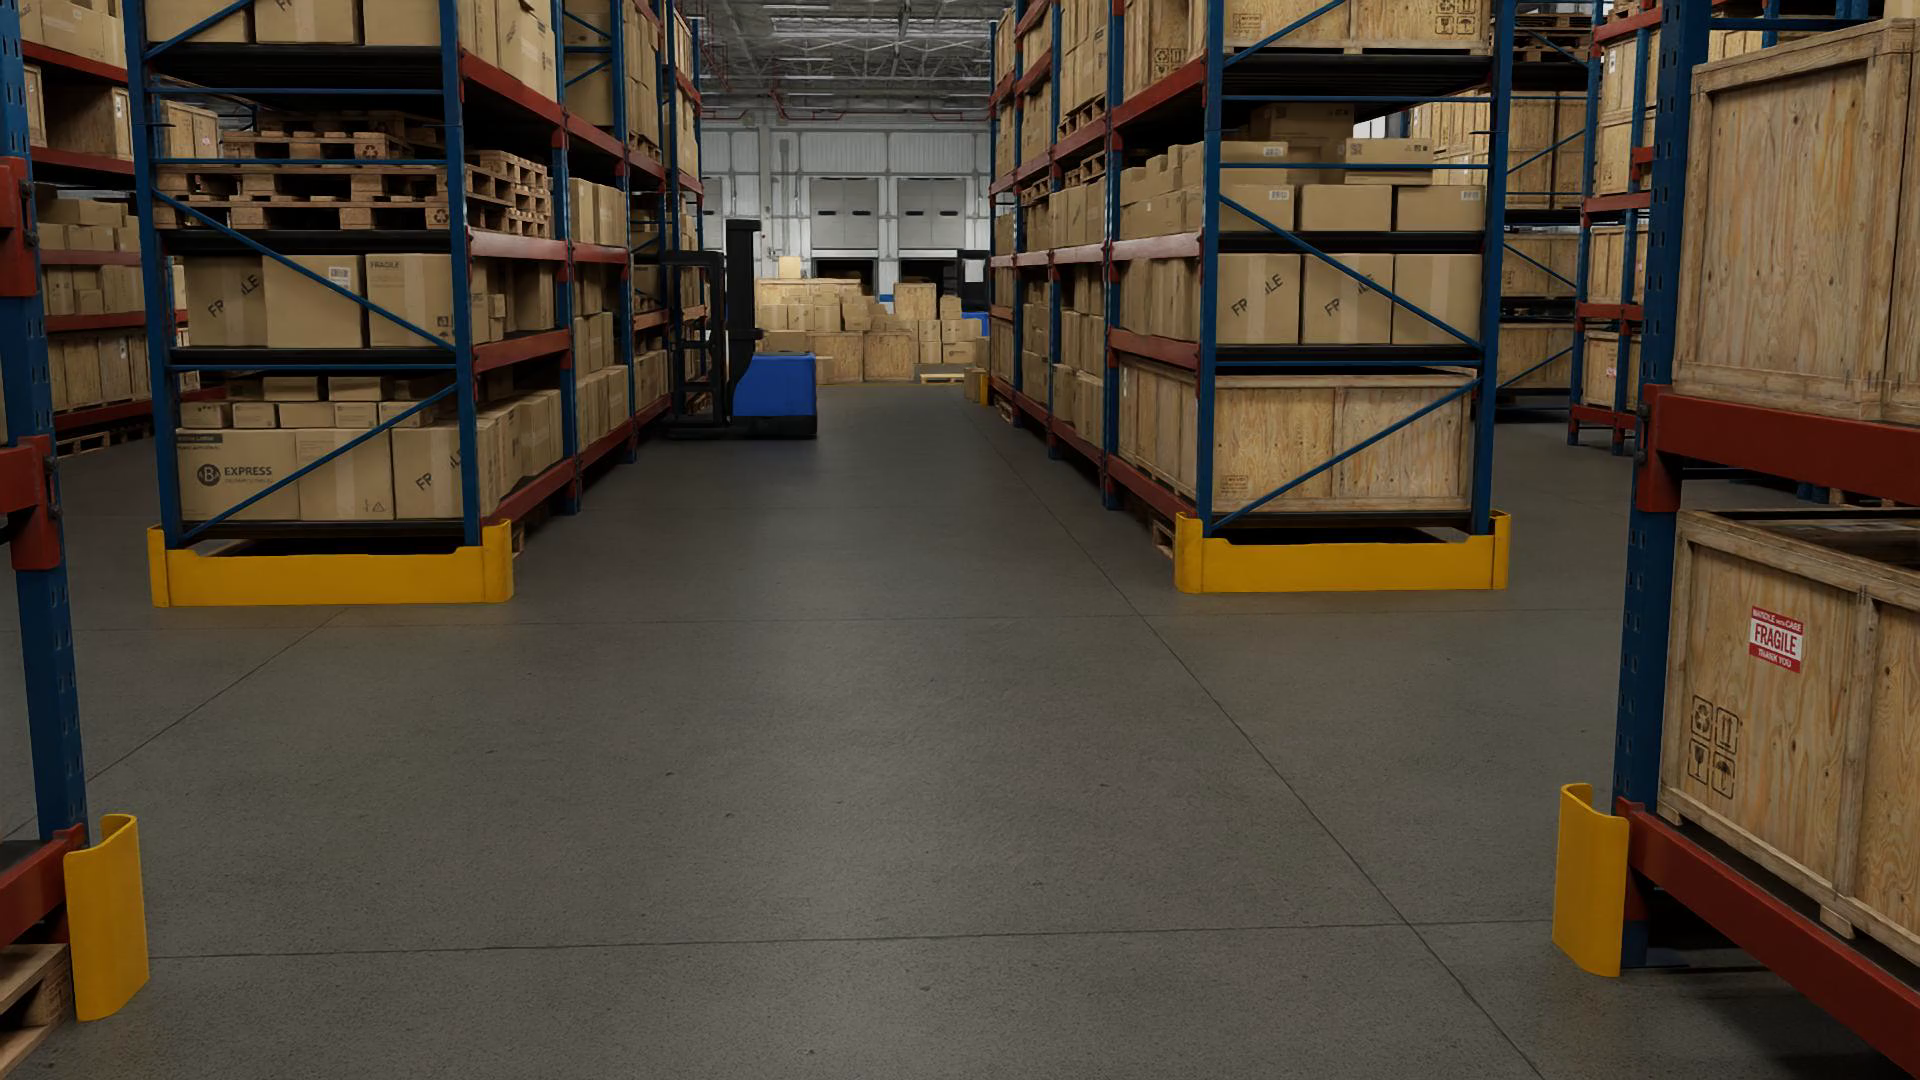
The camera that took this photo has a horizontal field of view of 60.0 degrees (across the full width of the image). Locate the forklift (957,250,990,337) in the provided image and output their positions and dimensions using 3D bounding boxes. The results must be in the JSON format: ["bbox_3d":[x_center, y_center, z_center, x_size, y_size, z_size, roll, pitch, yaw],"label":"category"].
[{"bbox_3d":[0.393,-6.751,46.723,1.129,2.768,1.873,2,9,11],"label":"forklift"}]

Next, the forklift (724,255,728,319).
[{"bbox_3d":[-8.368,-8.713,59.038,1.129,2.768,1.873,-1,9,-4],"label":"forklift"}]

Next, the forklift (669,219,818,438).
[{"bbox_3d":[-2.820,-2.761,21.664,1.873,2.768,1.129,-1,9,-4],"label":"forklift"}]

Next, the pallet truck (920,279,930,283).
[{"bbox_3d":[-0.932,-8.922,63.114,1.885,1.965,0.823,2,9,13],"label":"pallet truck"}]
